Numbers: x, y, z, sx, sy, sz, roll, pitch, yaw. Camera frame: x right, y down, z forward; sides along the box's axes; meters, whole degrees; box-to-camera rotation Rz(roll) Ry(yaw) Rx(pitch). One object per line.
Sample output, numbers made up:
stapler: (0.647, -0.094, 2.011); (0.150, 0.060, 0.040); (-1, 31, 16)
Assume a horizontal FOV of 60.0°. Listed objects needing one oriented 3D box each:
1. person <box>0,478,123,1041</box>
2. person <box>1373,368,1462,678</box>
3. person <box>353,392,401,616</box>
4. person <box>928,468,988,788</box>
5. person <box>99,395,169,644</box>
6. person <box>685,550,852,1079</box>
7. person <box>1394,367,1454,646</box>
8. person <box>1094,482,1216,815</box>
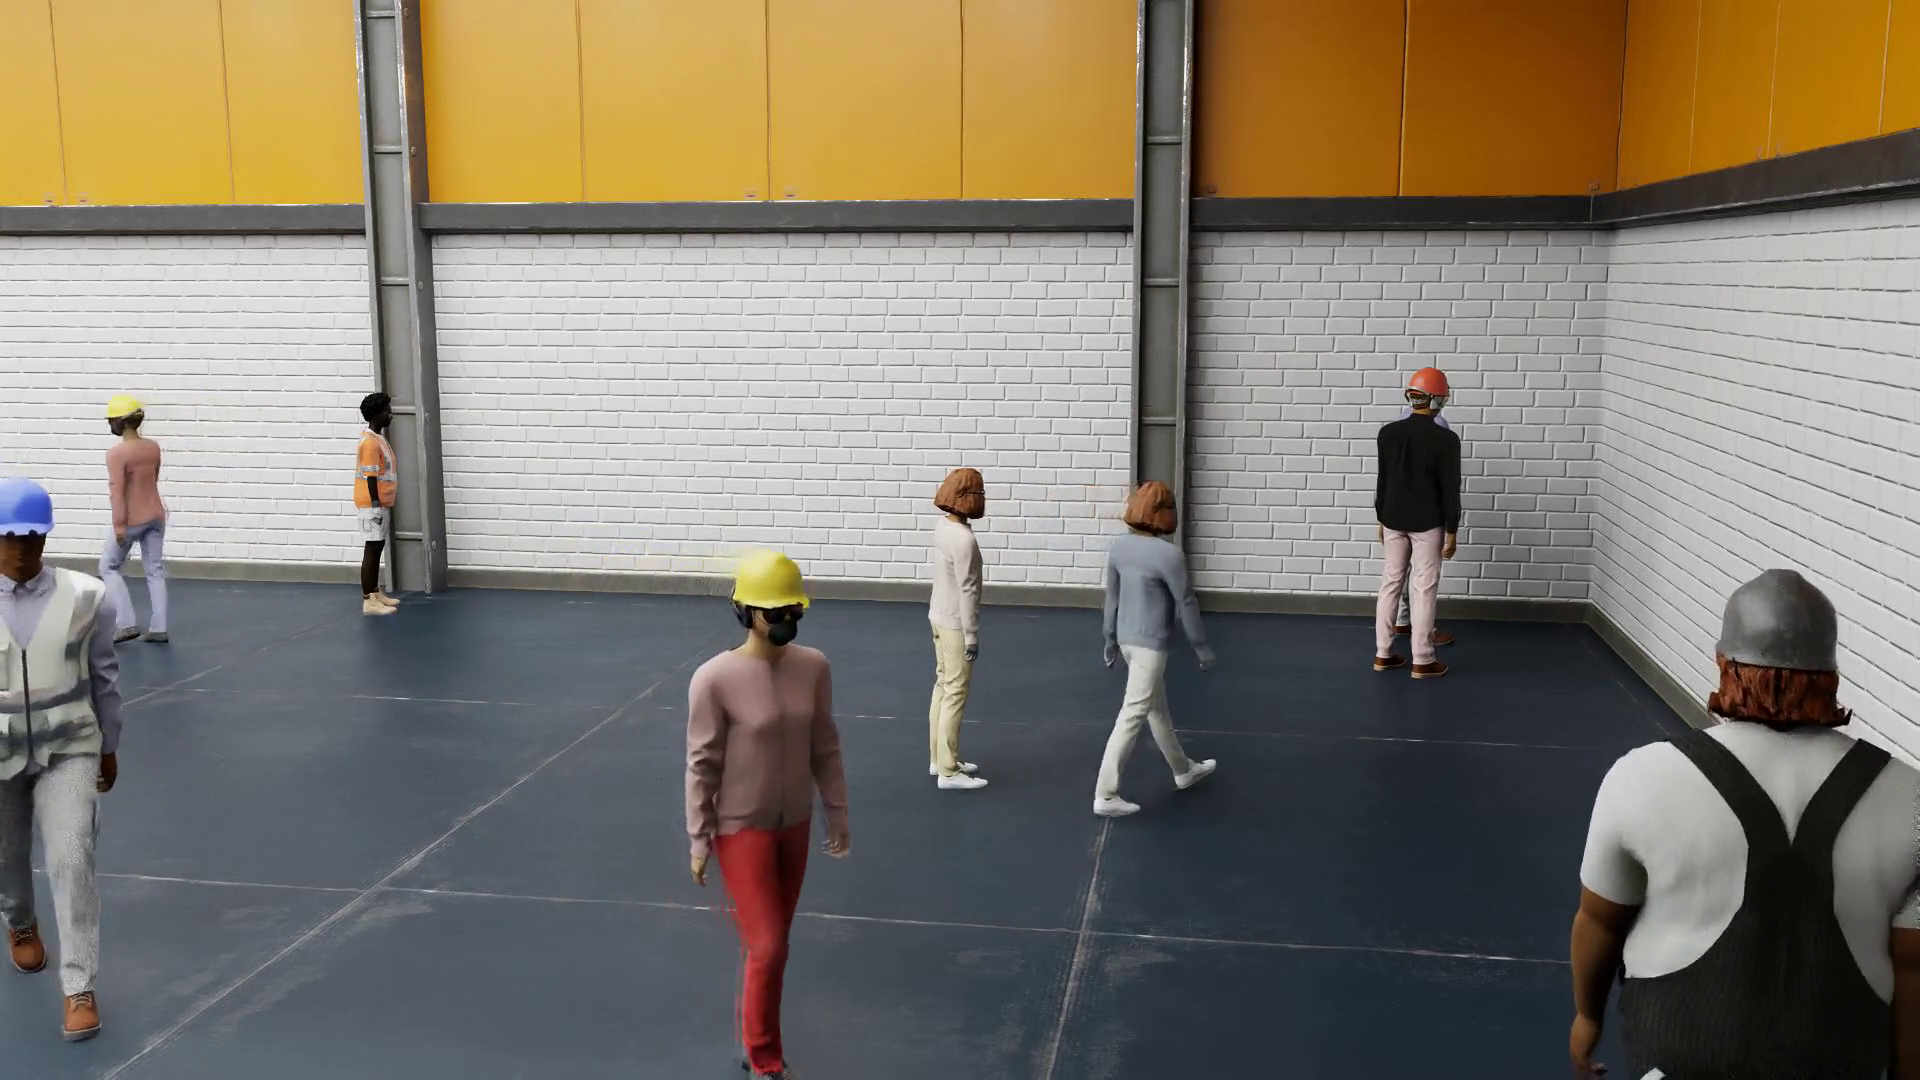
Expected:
person: (-3.287, 0.714, 5.867); (0.609, 1.914, 0.932); (-5, 11, -29)
person: (2.950, -0.109, 10.692); (0.402, 1.988, 0.614); (-8, 12, -42)
person: (-4.436, -0.277, 12.645); (0.322, 1.691, 0.532); (-2, 9, -13)
person: (-0.008, 0.442, 8.407); (0.283, 1.624, 0.494); (-3, 10, -16)
person: (-5.767, -0.132, 11.564); (0.504, 1.751, 0.522); (3, 10, 17)
person: (-0.539, 0.903, 5.142); (0.591, 1.747, 0.547); (9, 13, 43)
person: (3.233, -0.238, 11.630); (0.370, 1.940, 0.627); (-2, 9, -13)
person: (0.961, 0.515, 8.058); (0.859, 1.593, 0.516); (-5, 11, -29)
